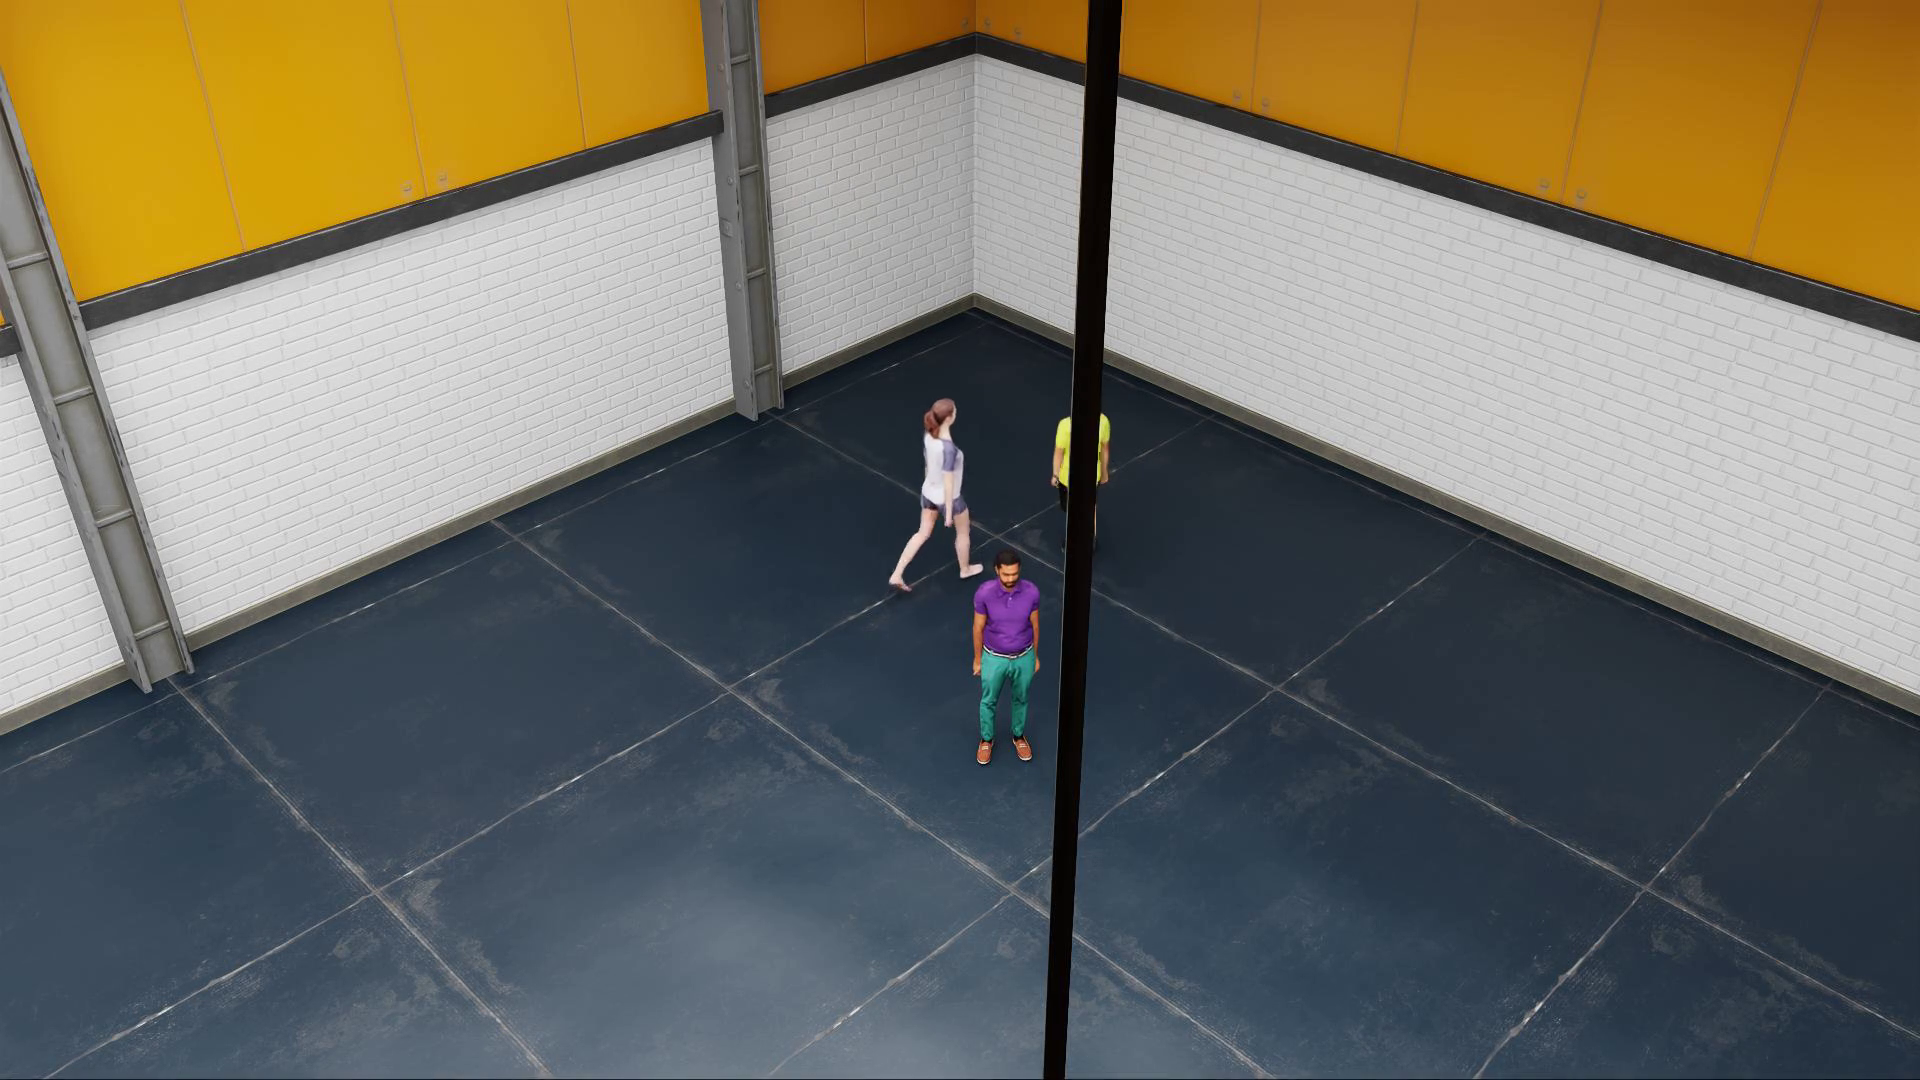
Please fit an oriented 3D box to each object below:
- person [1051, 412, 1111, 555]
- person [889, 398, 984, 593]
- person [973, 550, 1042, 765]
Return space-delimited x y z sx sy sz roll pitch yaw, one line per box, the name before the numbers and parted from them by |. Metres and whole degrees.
person | 1.030 -0.534 13.827 0.715 1.699 0.792 -13 36 -19
person | -0.234 -0.314 13.469 1.130 1.728 0.659 -24 41 -32
person | 0.333 0.805 11.749 0.692 1.768 0.780 -4 34 -6
